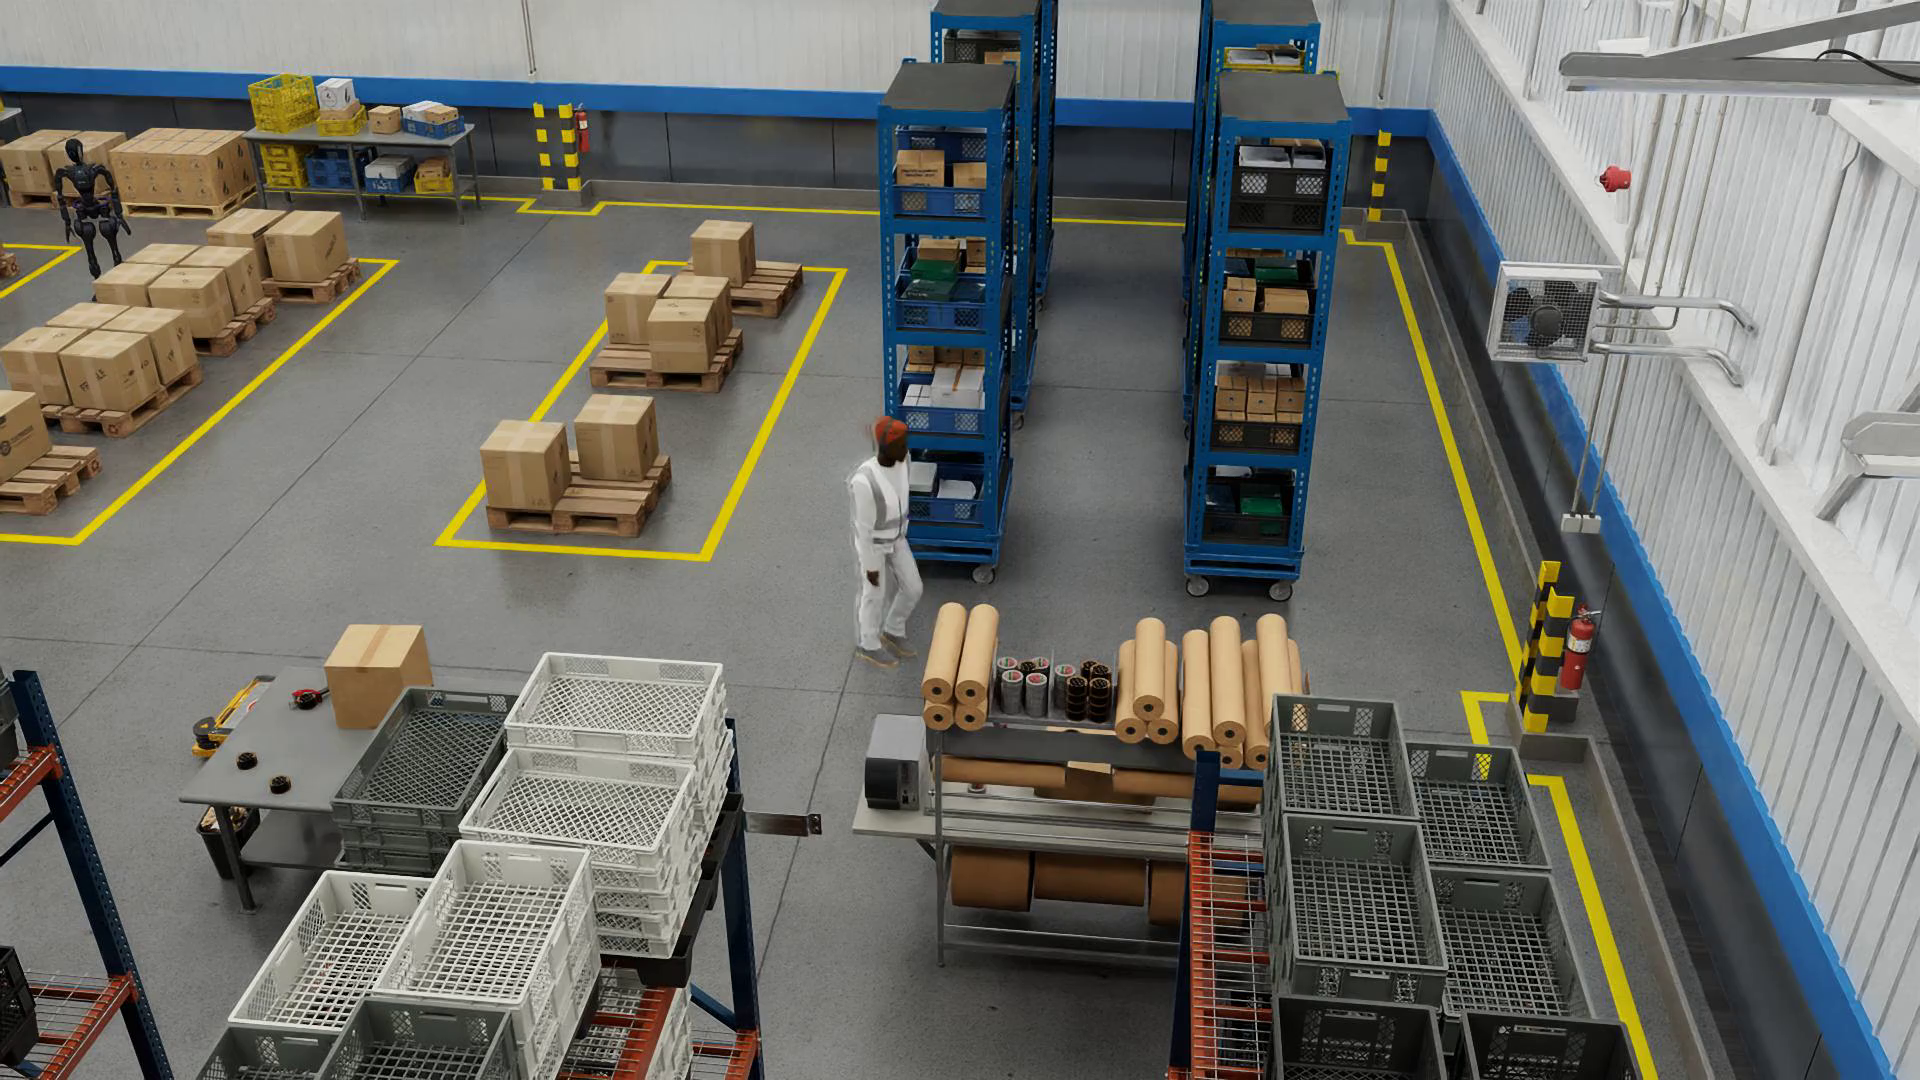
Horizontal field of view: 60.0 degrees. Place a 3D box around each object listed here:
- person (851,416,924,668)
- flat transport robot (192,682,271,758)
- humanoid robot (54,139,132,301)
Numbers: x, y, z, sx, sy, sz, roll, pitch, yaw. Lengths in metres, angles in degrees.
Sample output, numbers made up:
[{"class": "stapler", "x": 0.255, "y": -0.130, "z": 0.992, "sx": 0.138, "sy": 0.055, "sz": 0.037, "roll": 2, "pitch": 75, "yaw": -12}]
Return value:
[{"class": "person", "x": -0.473, "y": 0.037, "z": 11.023, "sx": 0.508, "sy": 1.864, "sz": 0.602, "roll": 20, "pitch": 36, "yaw": 31}, {"class": "flat transport robot", "x": -4.089, "y": 1.163, "z": 10.648, "sx": 1.431, "sy": 0.197, "sz": 0.652, "roll": 3, "pitch": 30, "yaw": 6}, {"class": "humanoid robot", "x": -8.758, "y": -3.245, "z": 16.834, "sx": 0.613, "sy": 1.657, "sz": 0.317, "roll": -10, "pitch": 32, "yaw": -17}]
